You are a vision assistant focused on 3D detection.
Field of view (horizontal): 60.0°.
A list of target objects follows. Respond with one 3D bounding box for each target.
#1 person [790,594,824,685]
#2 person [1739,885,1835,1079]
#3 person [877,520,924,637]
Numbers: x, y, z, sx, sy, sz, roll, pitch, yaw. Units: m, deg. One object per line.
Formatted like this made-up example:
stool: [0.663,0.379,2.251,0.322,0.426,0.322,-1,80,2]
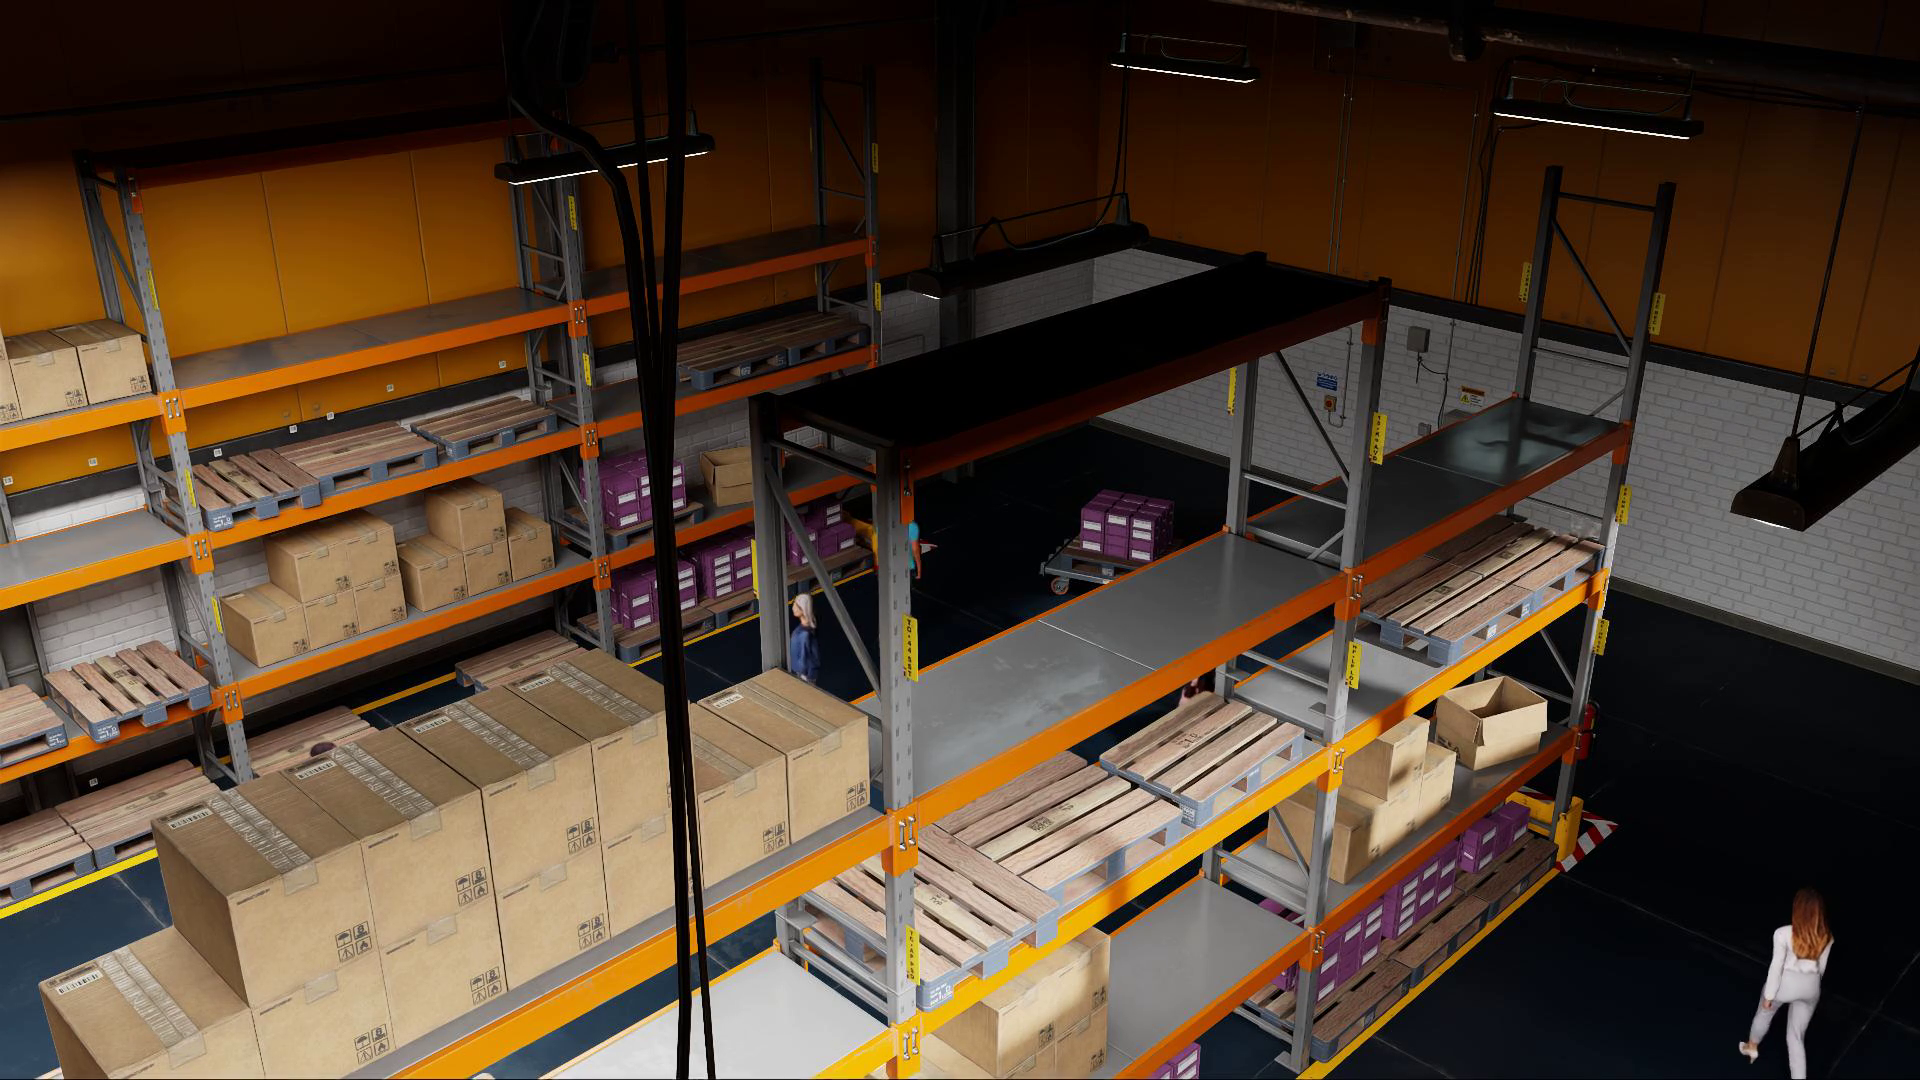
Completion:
person: [-1.414,1.314,16.265,0.906,1.684,0.846,0,24,0]
person: [5.903,3.282,11.715,1.064,1.723,1.137,1,24,1]
person: [-0.690,0.326,18.449,0.776,1.744,1.176,16,28,32]
